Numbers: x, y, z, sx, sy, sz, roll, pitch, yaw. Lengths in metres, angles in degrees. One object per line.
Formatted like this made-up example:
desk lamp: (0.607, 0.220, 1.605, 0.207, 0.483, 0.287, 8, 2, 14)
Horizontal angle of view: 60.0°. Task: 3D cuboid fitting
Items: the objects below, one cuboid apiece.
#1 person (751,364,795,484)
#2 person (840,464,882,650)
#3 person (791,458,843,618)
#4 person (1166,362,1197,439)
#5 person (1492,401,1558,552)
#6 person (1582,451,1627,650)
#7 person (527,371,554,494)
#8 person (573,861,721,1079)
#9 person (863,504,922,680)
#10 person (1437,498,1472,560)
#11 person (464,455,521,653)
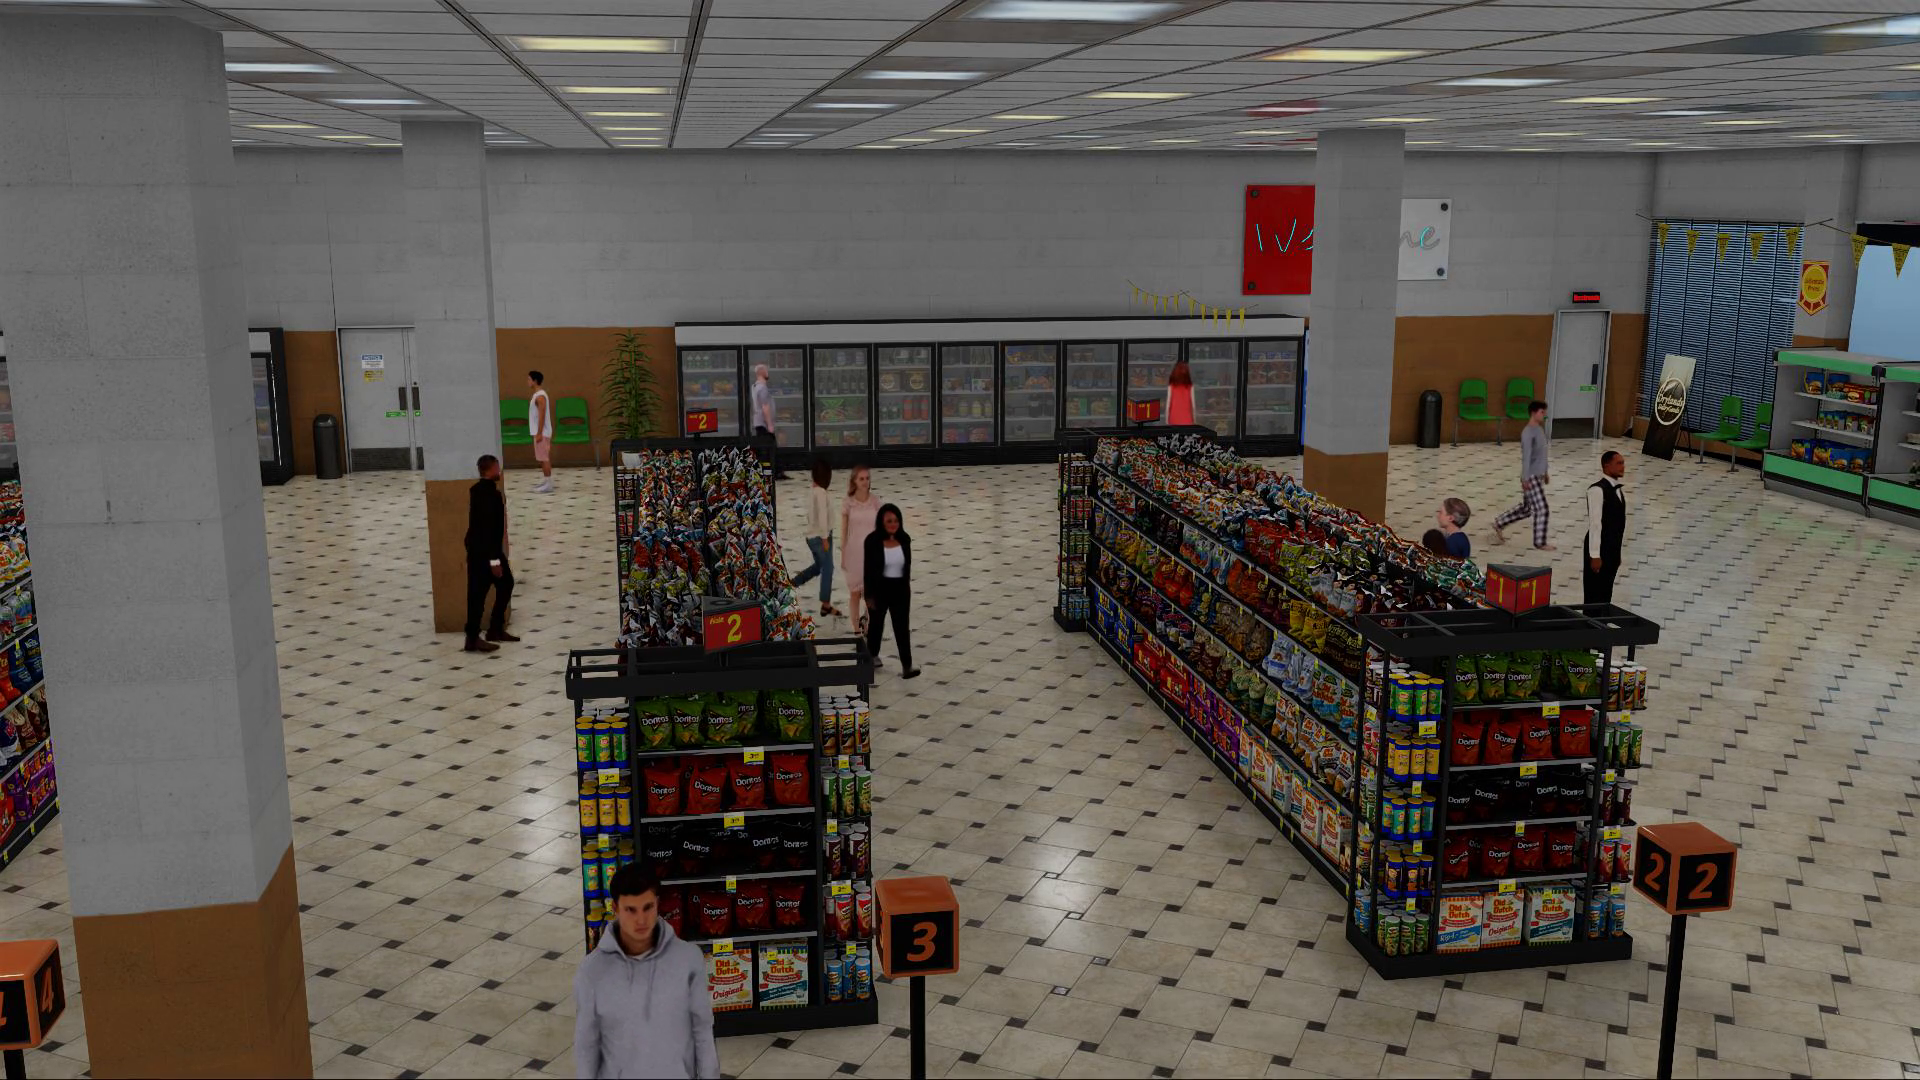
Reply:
person: (-3.022, -1.691, 24.824, 0.830, 1.800, 1.190, -4, 12, -16)
person: (-0.991, 0.154, 16.013, 0.634, 1.821, 0.698, -4, 13, -19)
person: (-1.534, -0.006, 17.156, 0.683, 1.663, 0.788, -2, 12, -11)
person: (3.343, -1.750, 25.108, 0.774, 1.799, 1.146, 1, 12, 4)
person: (6.992, -0.796, 20.521, 1.115, 1.821, 1.067, 8, 14, 34)
person: (6.230, 0.081, 16.121, 0.800, 1.919, 0.779, 11, 16, 43)
person: (-6.128, -1.586, 24.361, 0.711, 1.786, 0.497, -3, 12, -13)
person: (-1.233, 2.133, 6.460, 0.923, 1.885, 1.284, -6, 13, -25)
person: (-0.699, 0.467, 15.142, 0.880, 1.567, 1.183, -6, 13, -26)
person: (4.094, 0.571, 13.916, 0.802, 1.870, 0.688, 5, 13, 22)
person: (-4.644, 0.144, 15.949, 0.971, 1.866, 0.759, -3, 12, -13)
